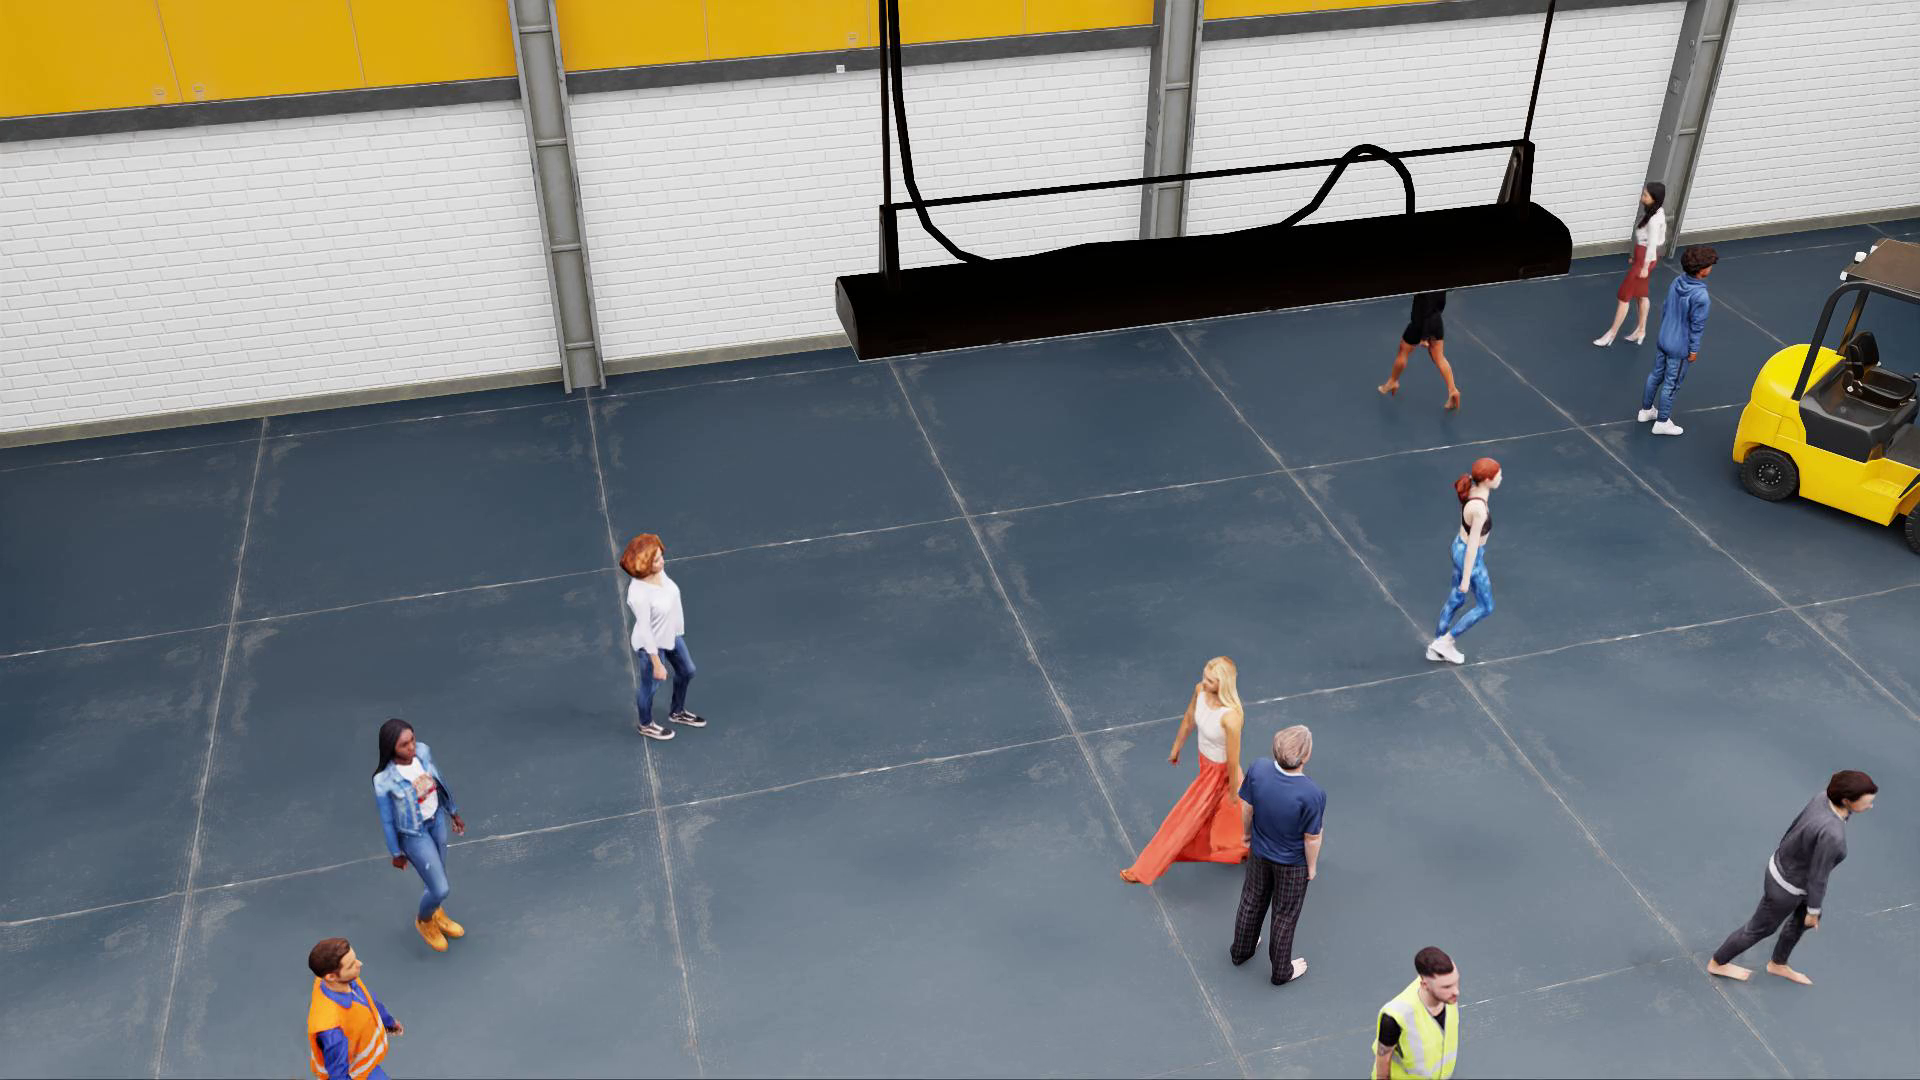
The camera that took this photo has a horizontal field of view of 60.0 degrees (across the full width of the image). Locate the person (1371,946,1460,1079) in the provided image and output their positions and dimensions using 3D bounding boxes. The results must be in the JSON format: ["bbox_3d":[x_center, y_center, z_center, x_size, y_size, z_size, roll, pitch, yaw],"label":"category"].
[{"bbox_3d":[2.252,2.703,8.349,0.812,1.846,0.891,-26,42,-34],"label":"person"}]

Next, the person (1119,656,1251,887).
[{"bbox_3d":[1.675,1.437,10.351,1.285,1.738,0.669,-9,35,-13],"label":"person"}]

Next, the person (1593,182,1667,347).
[{"bbox_3d":[6.868,-2.747,16.646,0.868,1.738,0.800,13,36,19],"label":"person"}]

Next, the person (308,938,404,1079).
[{"bbox_3d":[-3.136,2.688,8.377,0.842,1.840,0.726,-11,35,-16],"label":"person"}]

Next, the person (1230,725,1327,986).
[{"bbox_3d":[1.855,1.815,9.662,0.734,1.871,0.745,25,41,32],"label":"person"}]

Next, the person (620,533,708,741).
[{"bbox_3d":[-2.200,0.674,11.537,0.853,1.694,0.811,8,34,12],"label":"person"}]

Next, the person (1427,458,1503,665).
[{"bbox_3d":[3.630,0.184,12.203,0.732,1.773,0.684,1,34,2],"label":"person"}]

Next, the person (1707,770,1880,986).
[{"bbox_3d":[4.734,1.934,9.610,0.944,1.730,0.863,8,34,12],"label":"person"}]

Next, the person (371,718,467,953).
[{"bbox_3d":[-3.289,1.731,9.941,0.767,1.703,0.728,11,35,16],"label":"person"}]

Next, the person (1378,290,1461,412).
[{"bbox_3d":[4.435,-1.913,15.520,1.087,1.594,0.952,-25,41,-33],"label":"person"}]

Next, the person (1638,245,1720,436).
[{"bbox_3d":[6.576,-1.846,15.225,0.556,1.809,0.681,-7,34,-10],"label":"person"}]
